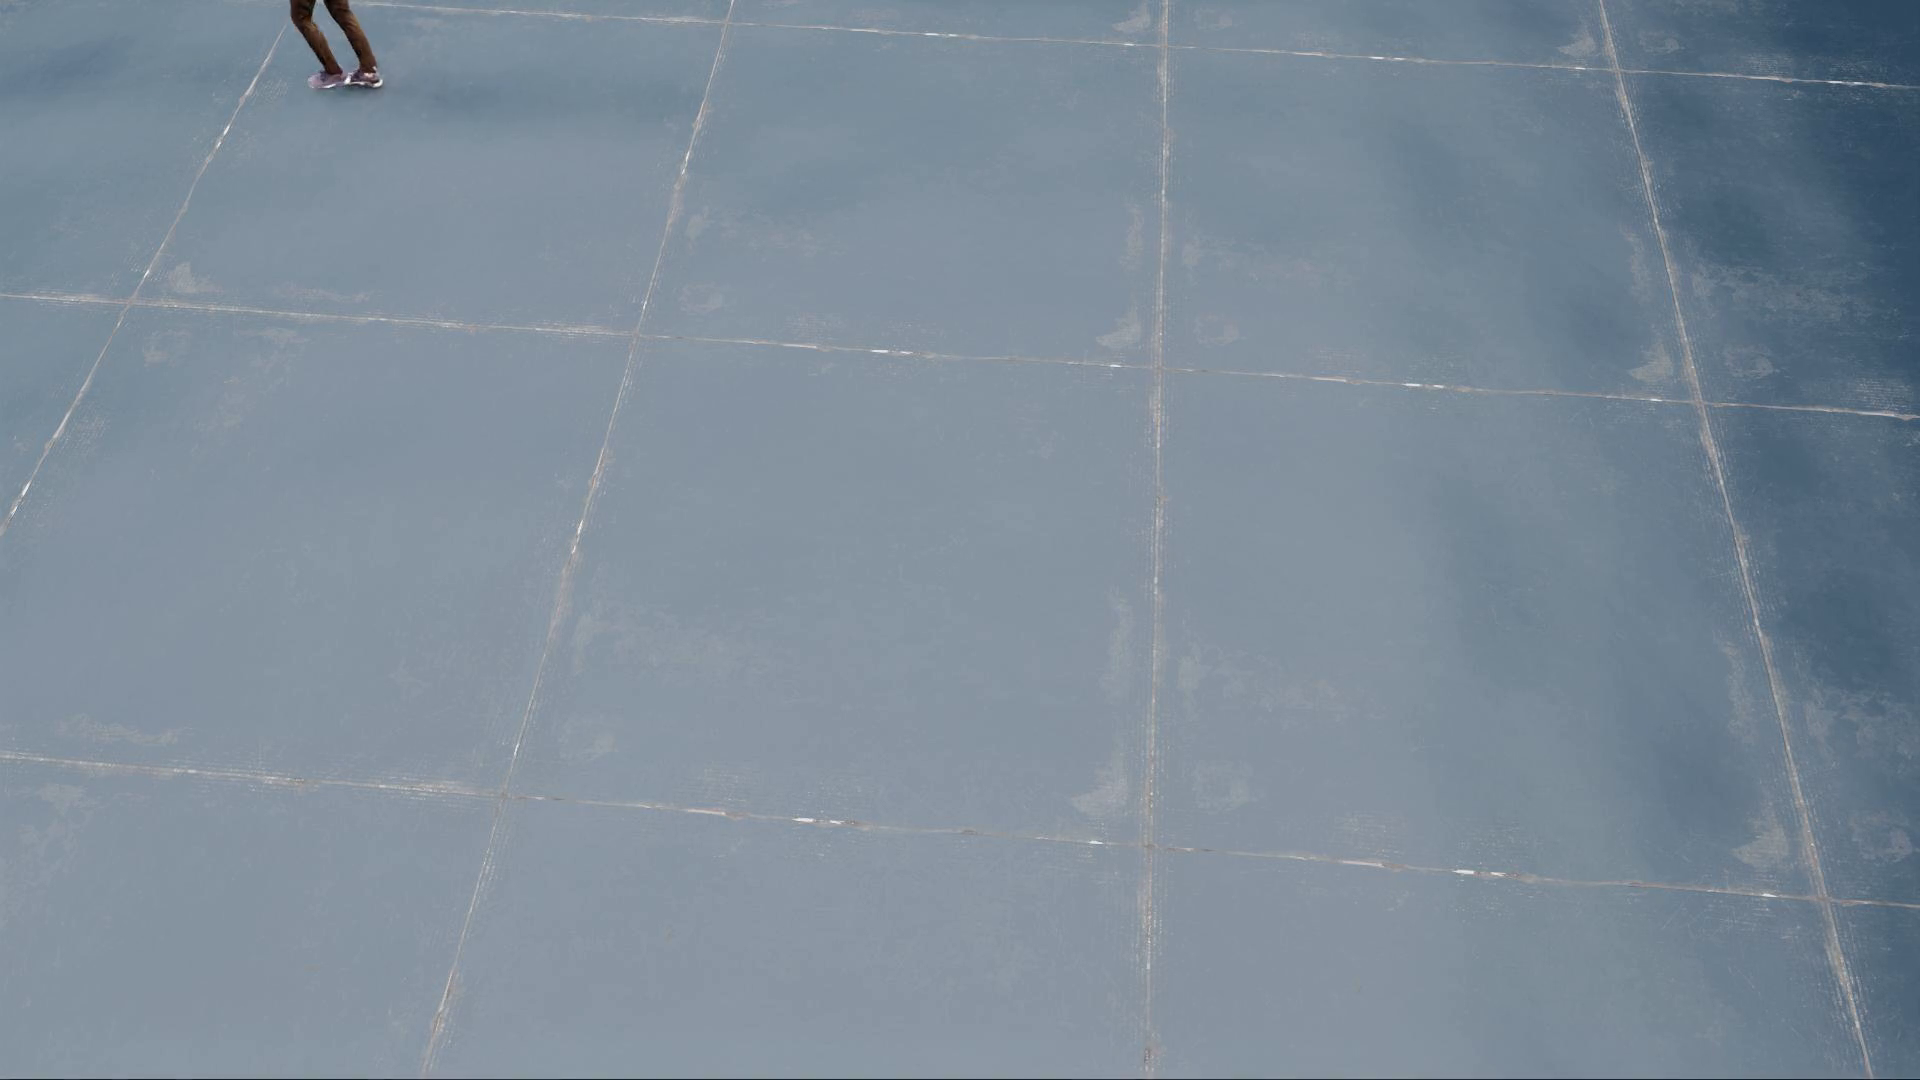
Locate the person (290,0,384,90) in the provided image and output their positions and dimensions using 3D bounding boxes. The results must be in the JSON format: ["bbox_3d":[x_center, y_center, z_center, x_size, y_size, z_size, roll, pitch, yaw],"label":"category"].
[{"bbox_3d":[-3.907,-3.557,10.256,0.697,1.791,0.652,7,53,5],"label":"person"}]
